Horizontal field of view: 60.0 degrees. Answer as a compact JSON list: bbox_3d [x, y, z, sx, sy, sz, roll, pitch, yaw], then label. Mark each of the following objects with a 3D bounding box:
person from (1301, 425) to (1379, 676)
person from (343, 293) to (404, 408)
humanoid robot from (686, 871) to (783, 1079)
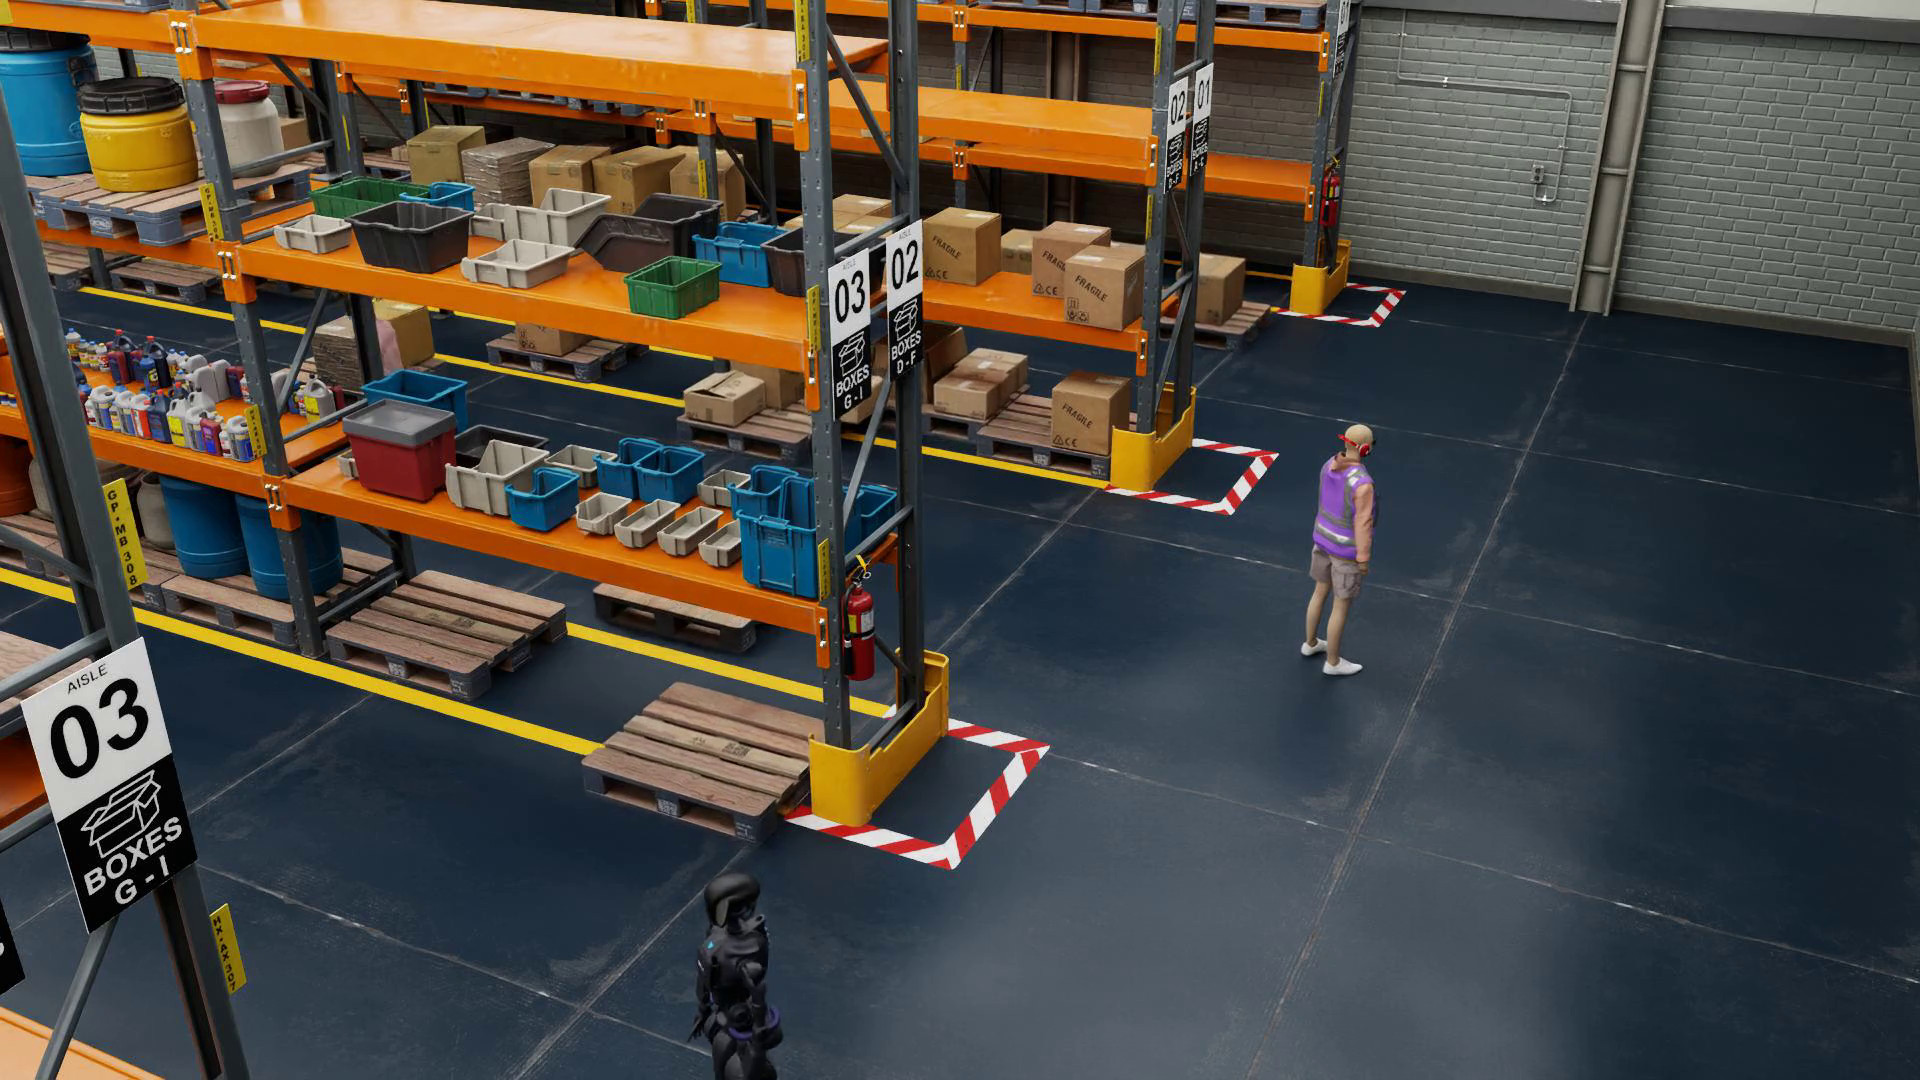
[{"bbox_3d":[2.425,0.057,10.591,0.348,1.688,0.492,-11,28,-21],"label":"person"},{"bbox_3d":[-4.343,-1.086,12.795,0.538,1.777,0.595,1,26,3],"label":"person"},{"bbox_3d":[-0.905,2.002,6.651,0.347,1.647,0.600,-14,30,-26],"label":"humanoid robot"}]
